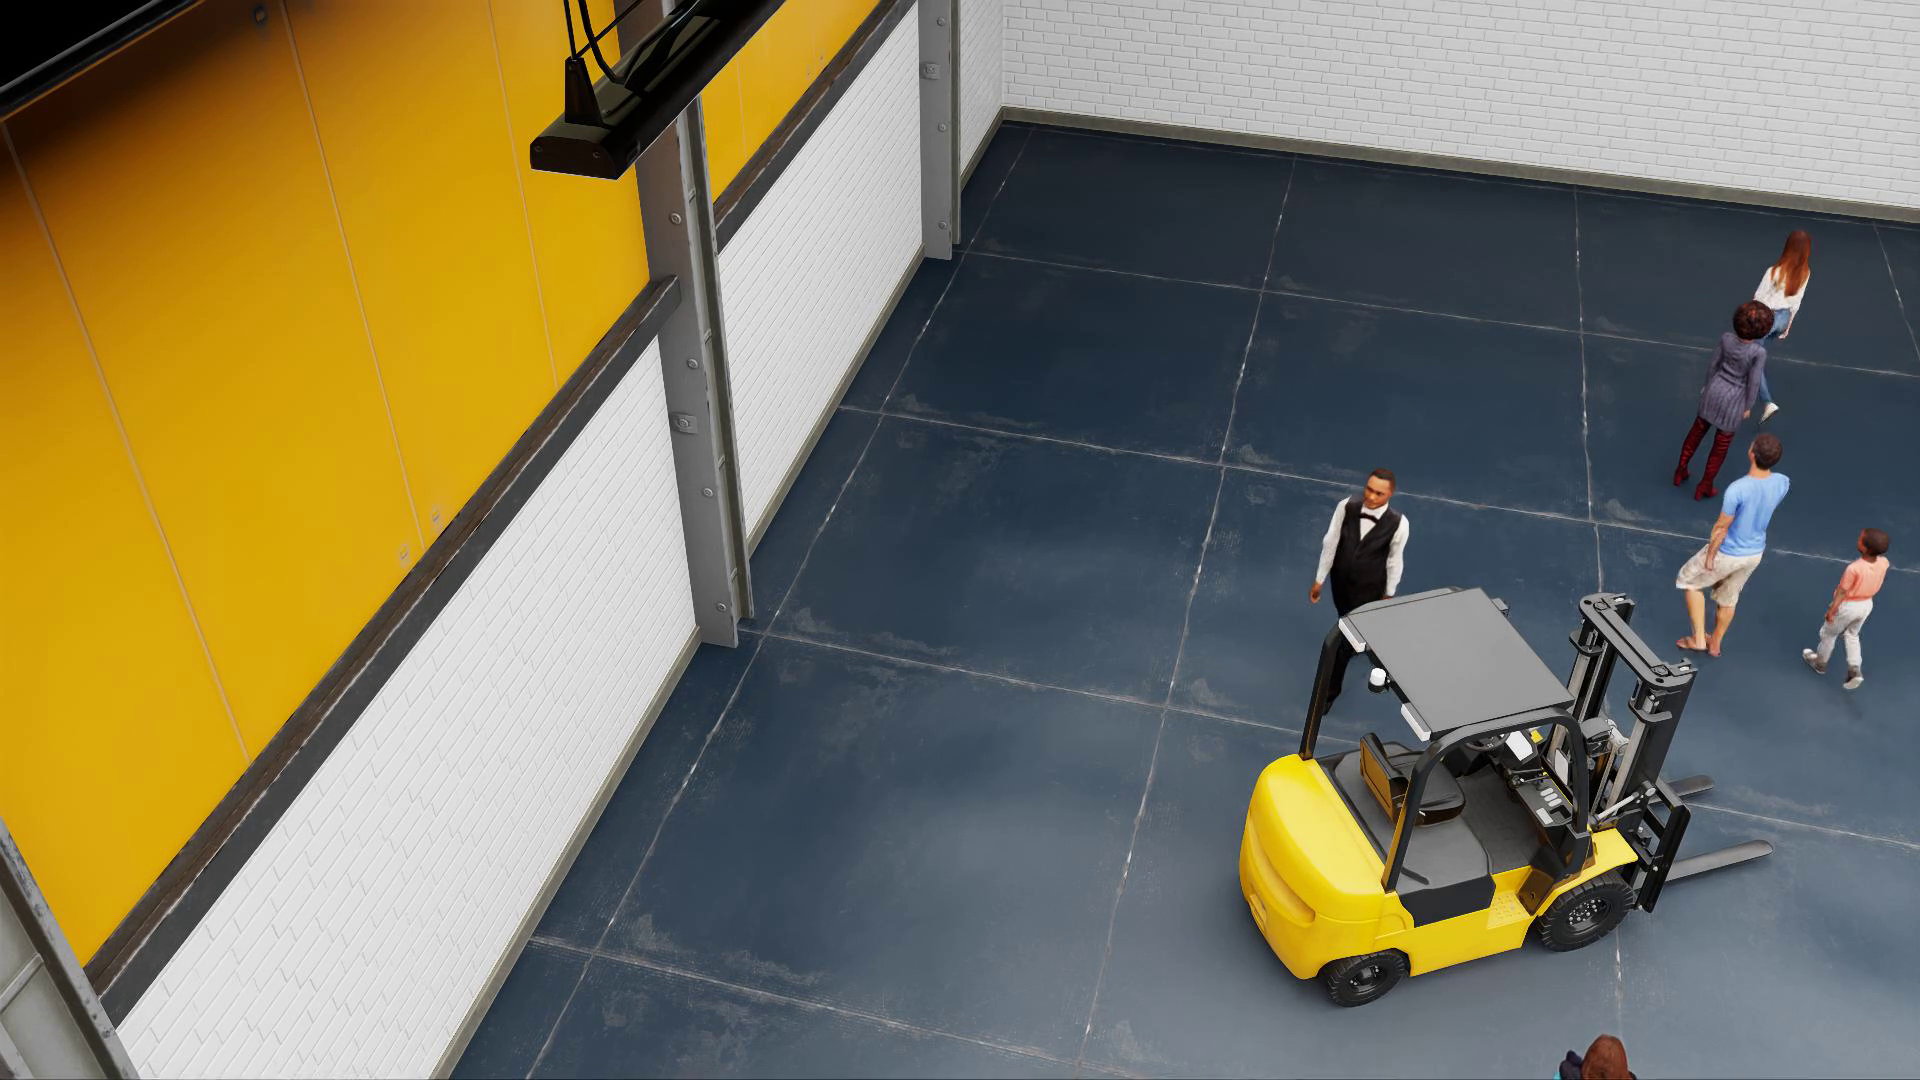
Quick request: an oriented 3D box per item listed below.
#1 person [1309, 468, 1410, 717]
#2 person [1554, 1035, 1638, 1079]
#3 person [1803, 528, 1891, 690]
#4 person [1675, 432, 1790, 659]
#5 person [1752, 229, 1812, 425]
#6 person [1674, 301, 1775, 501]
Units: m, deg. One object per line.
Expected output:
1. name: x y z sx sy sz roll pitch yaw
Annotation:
1. person: 2.762 0.240 11.413 1.072 1.881 1.374 28 47 31
2. person: 3.082 2.963 8.308 0.570 1.501 0.576 8 39 10
3. person: 6.240 0.495 11.562 0.674 1.296 0.827 -6 39 -7
4. person: 5.449 0.121 11.589 0.763 1.848 0.810 -6 39 -7
5. person: 6.908 -1.794 14.099 0.880 1.707 1.108 -8 39 -10
6. person: 6.087 -1.111 13.248 0.737 1.702 0.683 -21 43 -24
